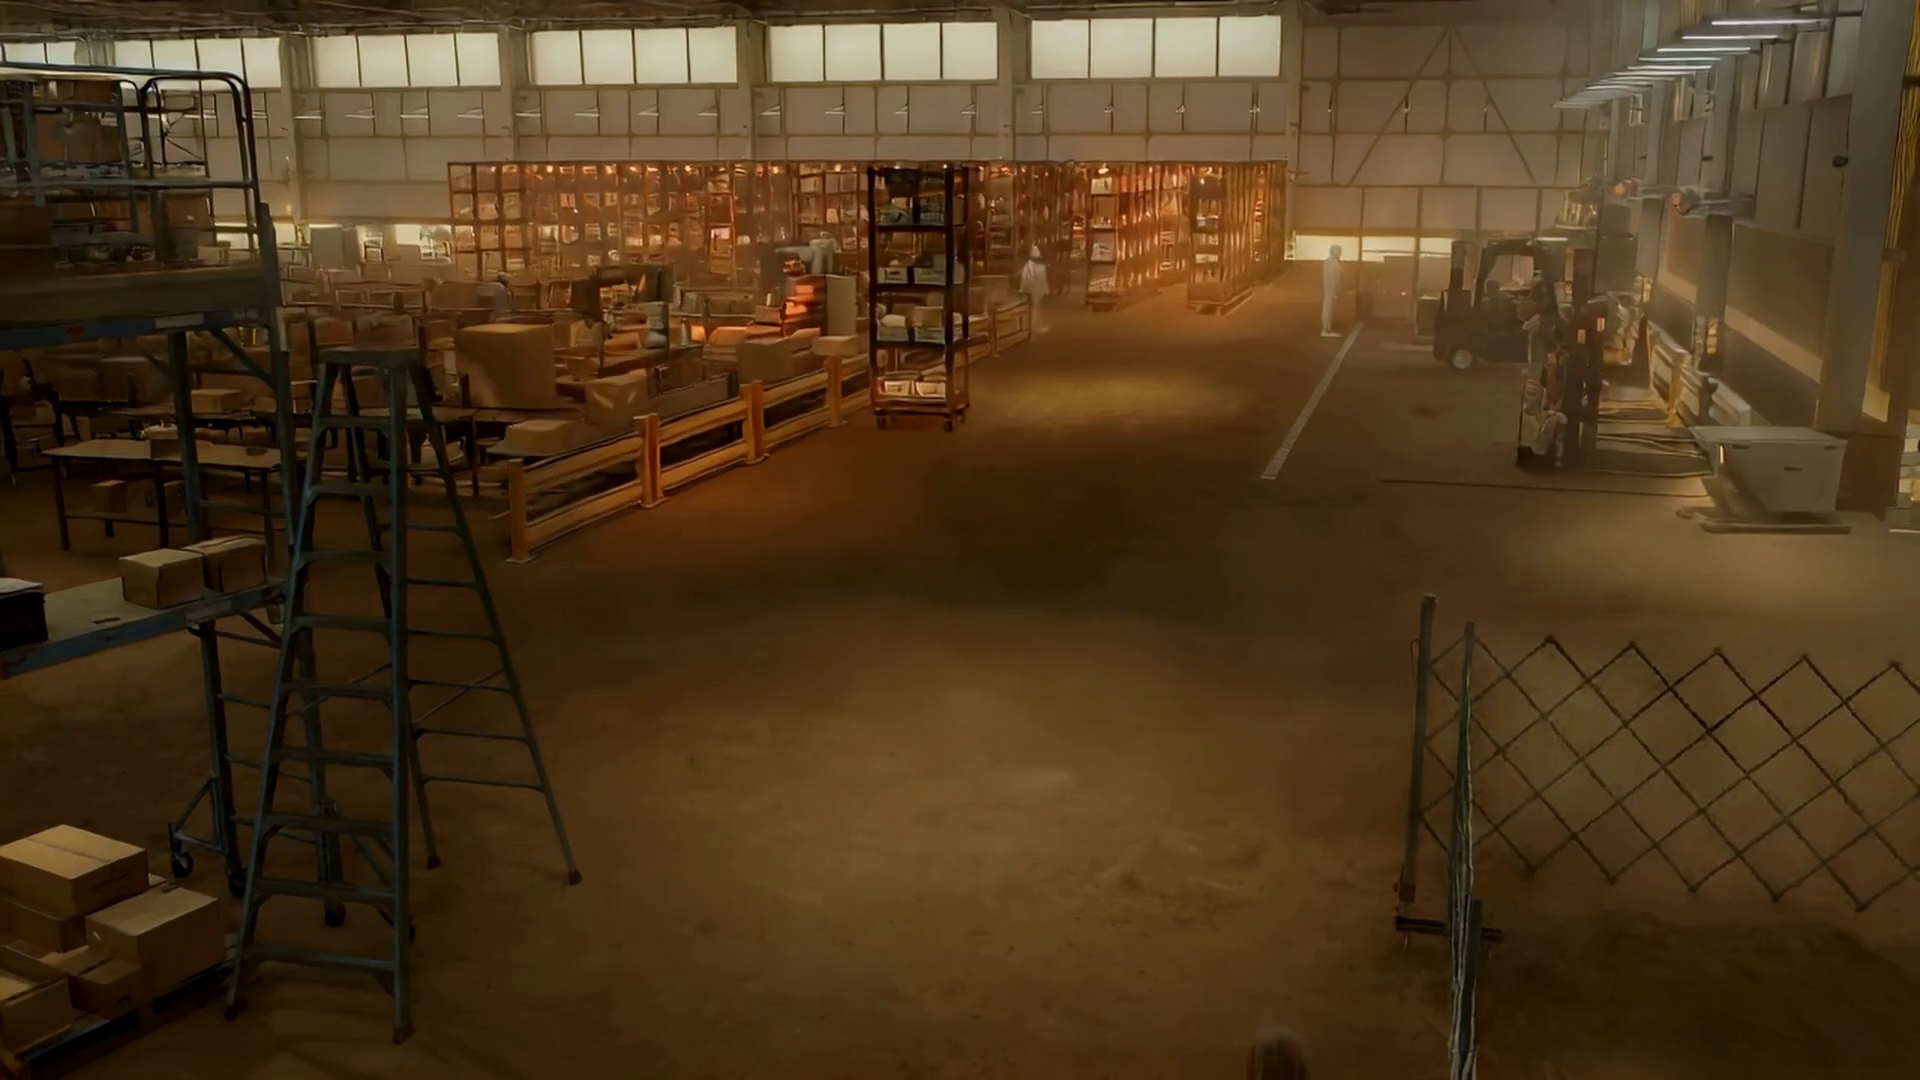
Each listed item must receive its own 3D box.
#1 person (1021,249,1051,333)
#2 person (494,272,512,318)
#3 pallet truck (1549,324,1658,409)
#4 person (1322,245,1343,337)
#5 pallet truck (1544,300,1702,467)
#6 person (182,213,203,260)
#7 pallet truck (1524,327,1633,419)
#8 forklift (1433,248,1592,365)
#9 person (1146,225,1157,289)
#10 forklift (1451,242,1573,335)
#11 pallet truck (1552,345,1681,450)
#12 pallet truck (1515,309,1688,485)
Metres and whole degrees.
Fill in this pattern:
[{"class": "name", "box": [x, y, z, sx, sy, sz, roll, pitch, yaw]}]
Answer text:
[{"class": "person", "box": [1.657, -5.371, 35.849, 0.609, 1.780, 0.911, -11, 17, -39]}, {"class": "person", "box": [-8.122, -3.934, 29.806, 0.907, 1.722, 0.544, -3, 13, -15]}, {"class": "pallet truck", "box": [9.824, -2.669, 25.407, 1.601, 1.201, 0.680, 4, 14, 16]}, {"class": "person", "box": [7.860, -5.249, 35.084, 0.410, 1.905, 0.640, -1, 13, -3]}, {"class": "pallet truck", "box": [8.263, -1.952, 20.631, 1.885, 1.965, 0.823, 5, 14, 20]}, {"class": "person", "box": [-24.180, -9.305, 52.456, 0.612, 1.972, 0.469, -3, 13, -11]}, {"class": "pallet truck", "box": [9.065, -2.460, 24.370, 1.522, 1.261, 0.704, 3, 13, 14]}, {"class": "forklift", "box": [9.780, -4.111, 29.280, 2.680, 1.987, 1.157, 3, 13, 14]}, {"class": "person", "box": [5.336, -7.922, 46.740, 0.390, 1.850, 0.565, -7, 15, -27]}, {"class": "forklift", "box": [10.464, -4.597, 31.405, 2.680, 1.987, 1.157, 4, 14, 16]}, {"class": "pallet truck", "box": [8.641, -1.896, 21.908, 1.630, 1.274, 0.653, 4, 14, 16]}, {"class": "pallet truck", "box": [7.554, -1.677, 19.446, 1.885, 1.965, 0.823, 3, 13, 14]}]
